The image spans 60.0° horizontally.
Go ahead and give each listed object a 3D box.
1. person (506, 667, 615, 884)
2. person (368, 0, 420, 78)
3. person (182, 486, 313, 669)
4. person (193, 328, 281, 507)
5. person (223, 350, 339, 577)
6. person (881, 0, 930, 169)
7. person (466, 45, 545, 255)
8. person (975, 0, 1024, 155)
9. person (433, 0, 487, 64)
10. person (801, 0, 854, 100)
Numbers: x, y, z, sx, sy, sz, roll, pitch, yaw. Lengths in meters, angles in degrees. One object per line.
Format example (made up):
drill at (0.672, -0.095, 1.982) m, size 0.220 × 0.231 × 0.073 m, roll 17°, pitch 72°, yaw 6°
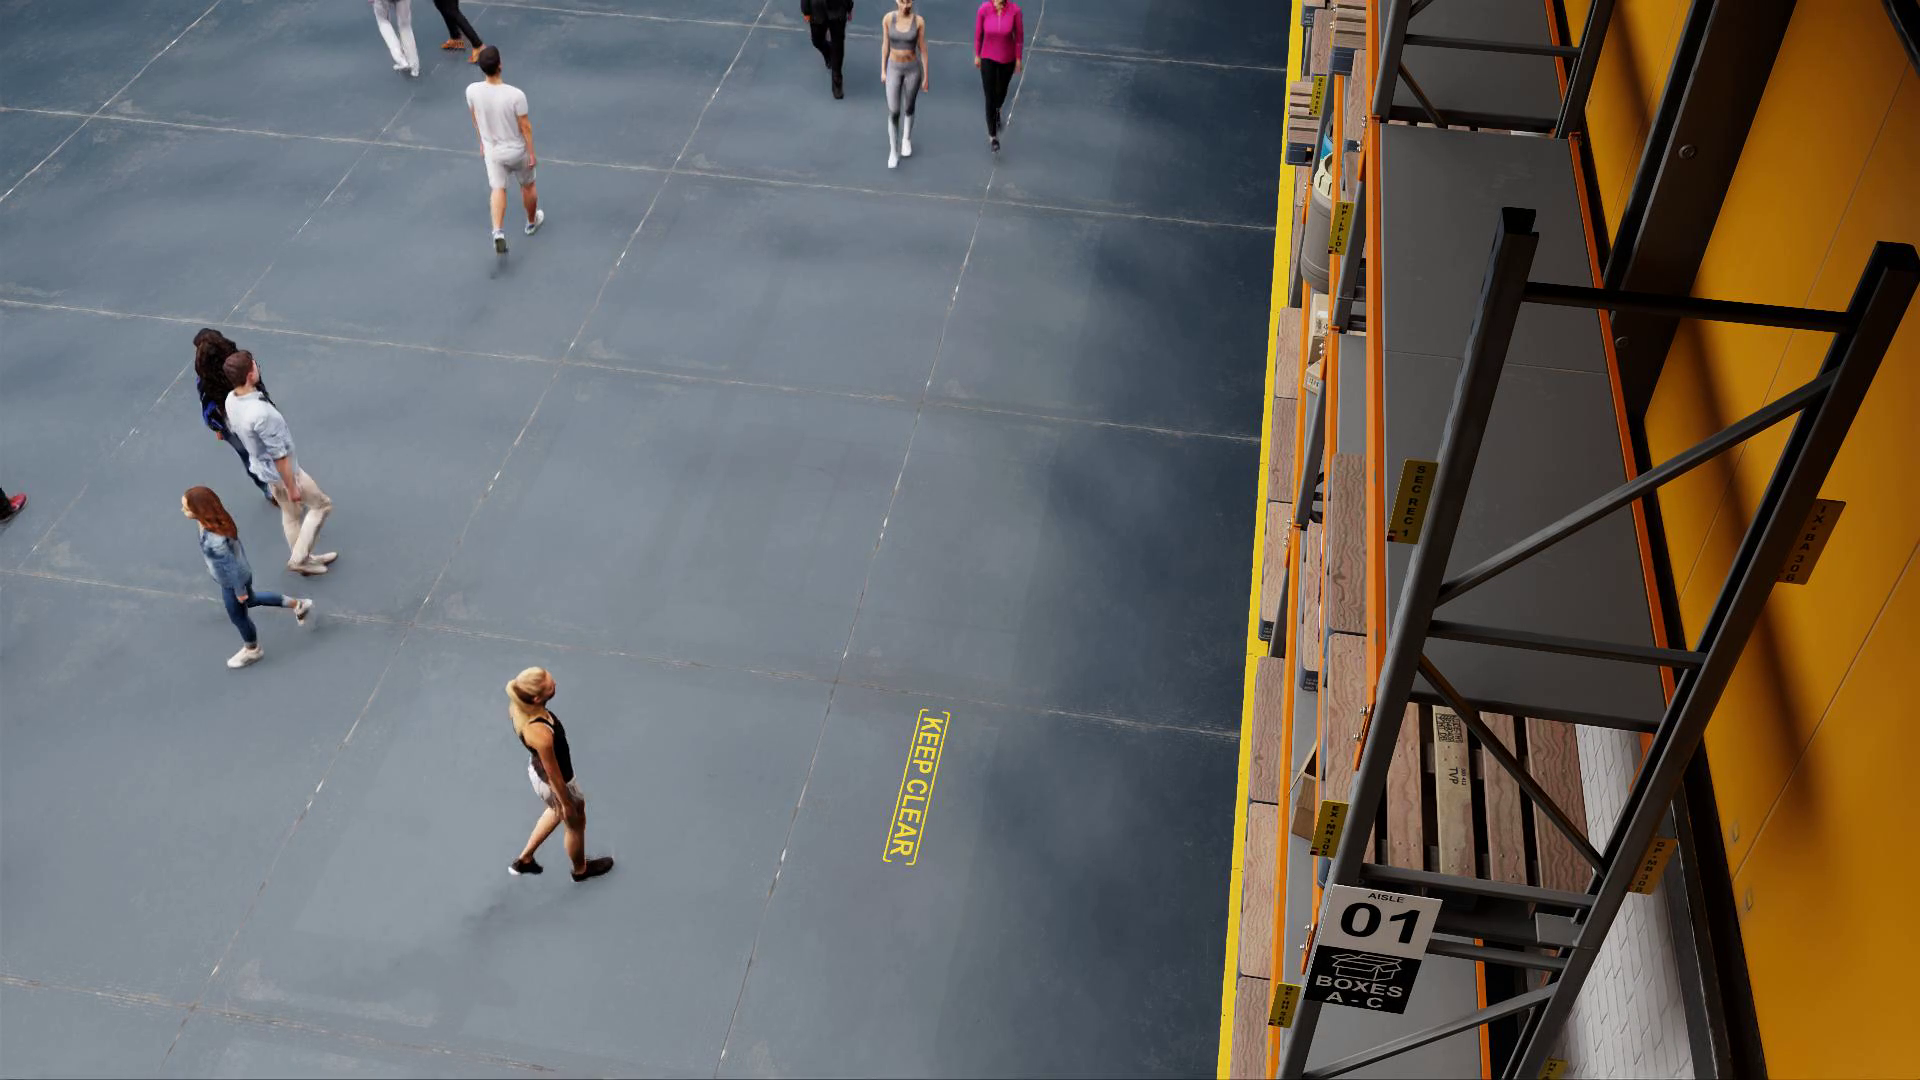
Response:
person at (-2.355, 1.364, 9.305) m, size 0.935 × 1.833 × 0.881 m, roll -24°, pitch 49°, yaw -23°
person at (-5.617, -5.442, 16.418) m, size 0.780 × 1.876 × 0.829 m, roll -23°, pitch 48°, yaw -22°
person at (-4.641, 0.202, 10.794) m, size 0.934 × 1.460 × 0.897 m, roll -22°, pitch 48°, yaw -22°
person at (-5.029, -0.804, 11.741) m, size 0.828 × 1.611 × 0.885 m, roll -28°, pitch 50°, yaw -26°
person at (-4.673, -0.431, 11.190) m, size 0.847 × 1.832 × 0.807 m, roll -32°, pitch 52°, yaw -29°
person at (-0.514, -4.368, 15.424) m, size 0.676 × 1.692 × 0.850 m, roll 1°, pitch 44°, yaw 1°
person at (-3.914, -3.305, 14.203) m, size 0.751 × 1.836 × 1.085 m, roll 4°, pitch 44°, yaw 4°
person at (0.364, -4.558, 15.661) m, size 0.798 × 1.649 × 1.189 m, roll -3°, pitch 44°, yaw -3°
person at (-5.244, -5.687, 16.847) m, size 1.013 × 1.638 × 0.918 m, roll -16°, pitch 46°, yaw -16°
person at (-1.306, -5.252, 16.314) m, size 0.816 × 1.744 × 1.040 m, roll -3°, pitch 44°, yaw -3°
